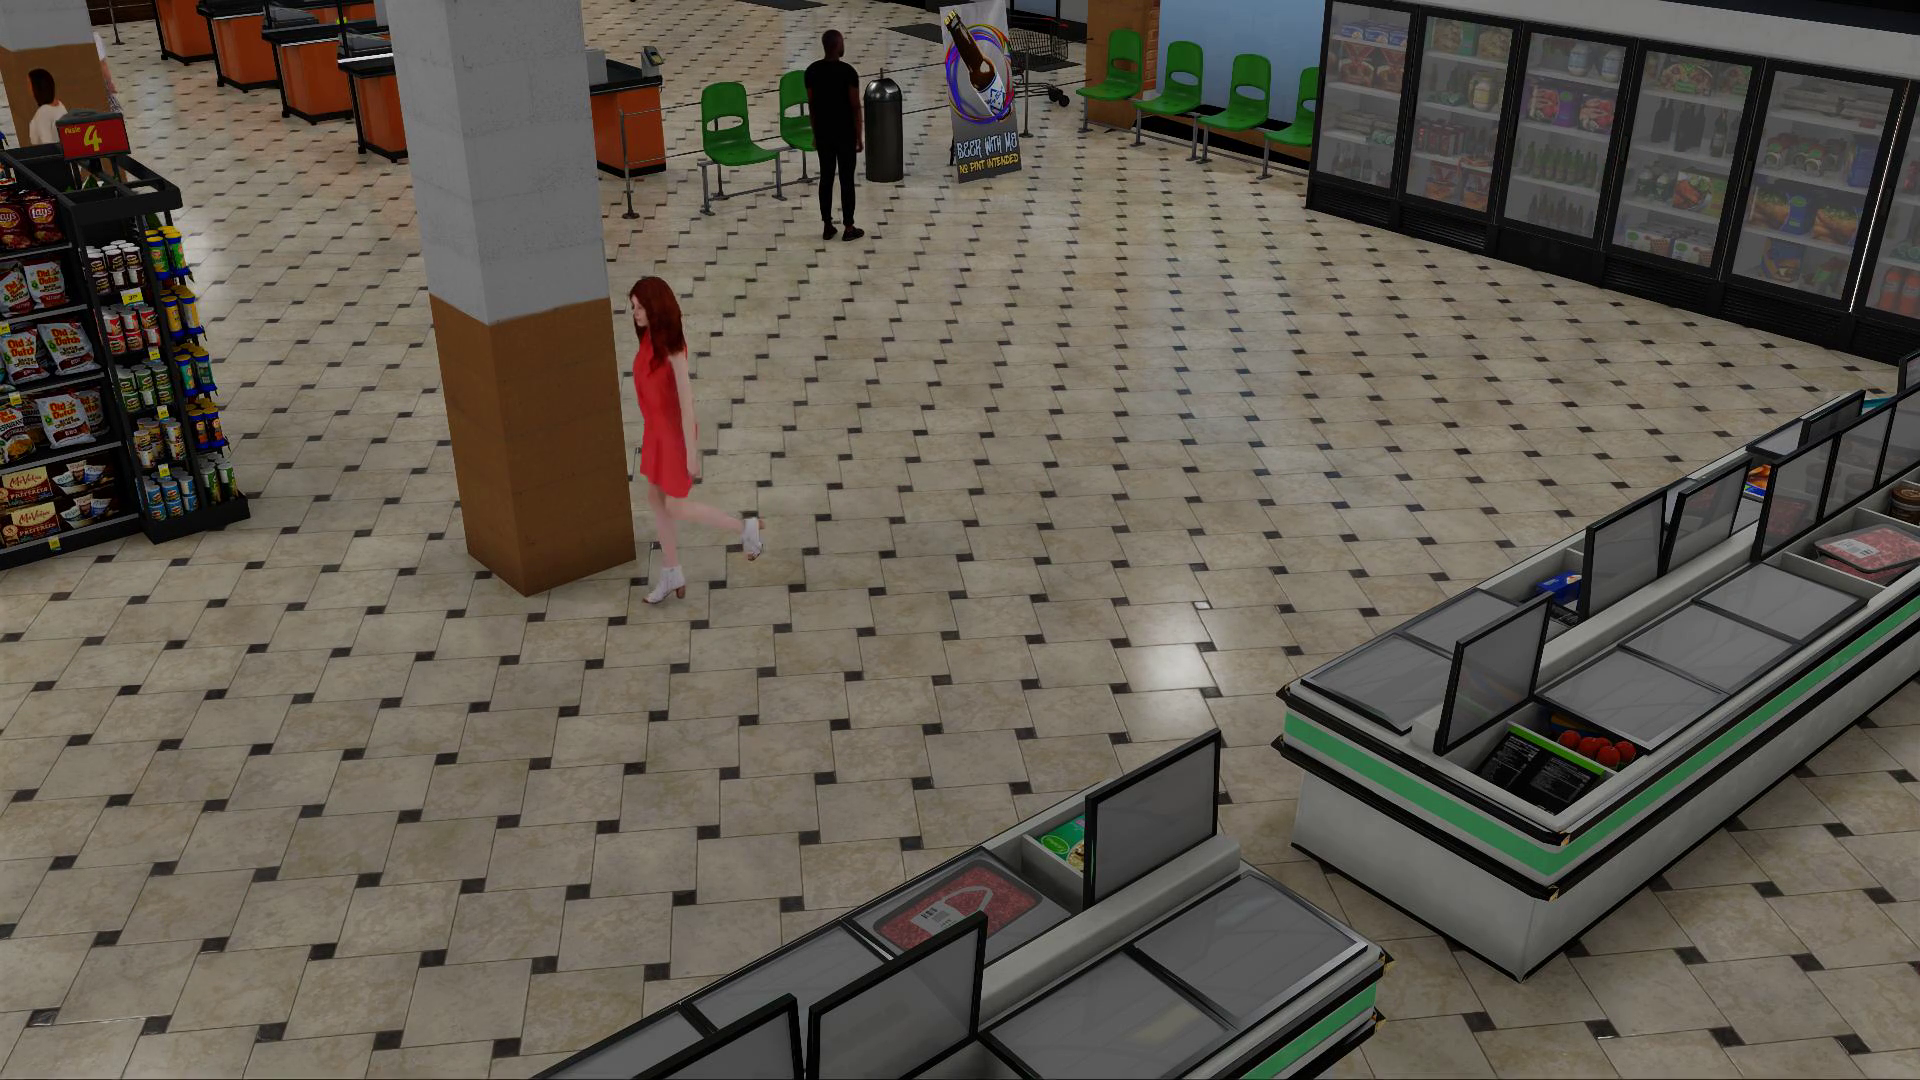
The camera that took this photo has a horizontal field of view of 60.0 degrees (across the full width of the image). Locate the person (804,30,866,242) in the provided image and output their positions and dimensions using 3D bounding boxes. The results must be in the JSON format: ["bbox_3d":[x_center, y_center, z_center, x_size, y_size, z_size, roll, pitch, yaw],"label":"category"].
[{"bbox_3d":[-1.099,-3.557,14.657,0.751,1.818,0.746,10,28,18],"label":"person"}]

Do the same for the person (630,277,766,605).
[{"bbox_3d":[-1.411,-0.503,8.648,0.972,1.807,0.694,-15,30,-27],"label":"person"}]

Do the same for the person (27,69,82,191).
[{"bbox_3d":[-7.410,-3.076,13.882,1.049,1.662,0.912,-4,27,-8],"label":"person"}]
